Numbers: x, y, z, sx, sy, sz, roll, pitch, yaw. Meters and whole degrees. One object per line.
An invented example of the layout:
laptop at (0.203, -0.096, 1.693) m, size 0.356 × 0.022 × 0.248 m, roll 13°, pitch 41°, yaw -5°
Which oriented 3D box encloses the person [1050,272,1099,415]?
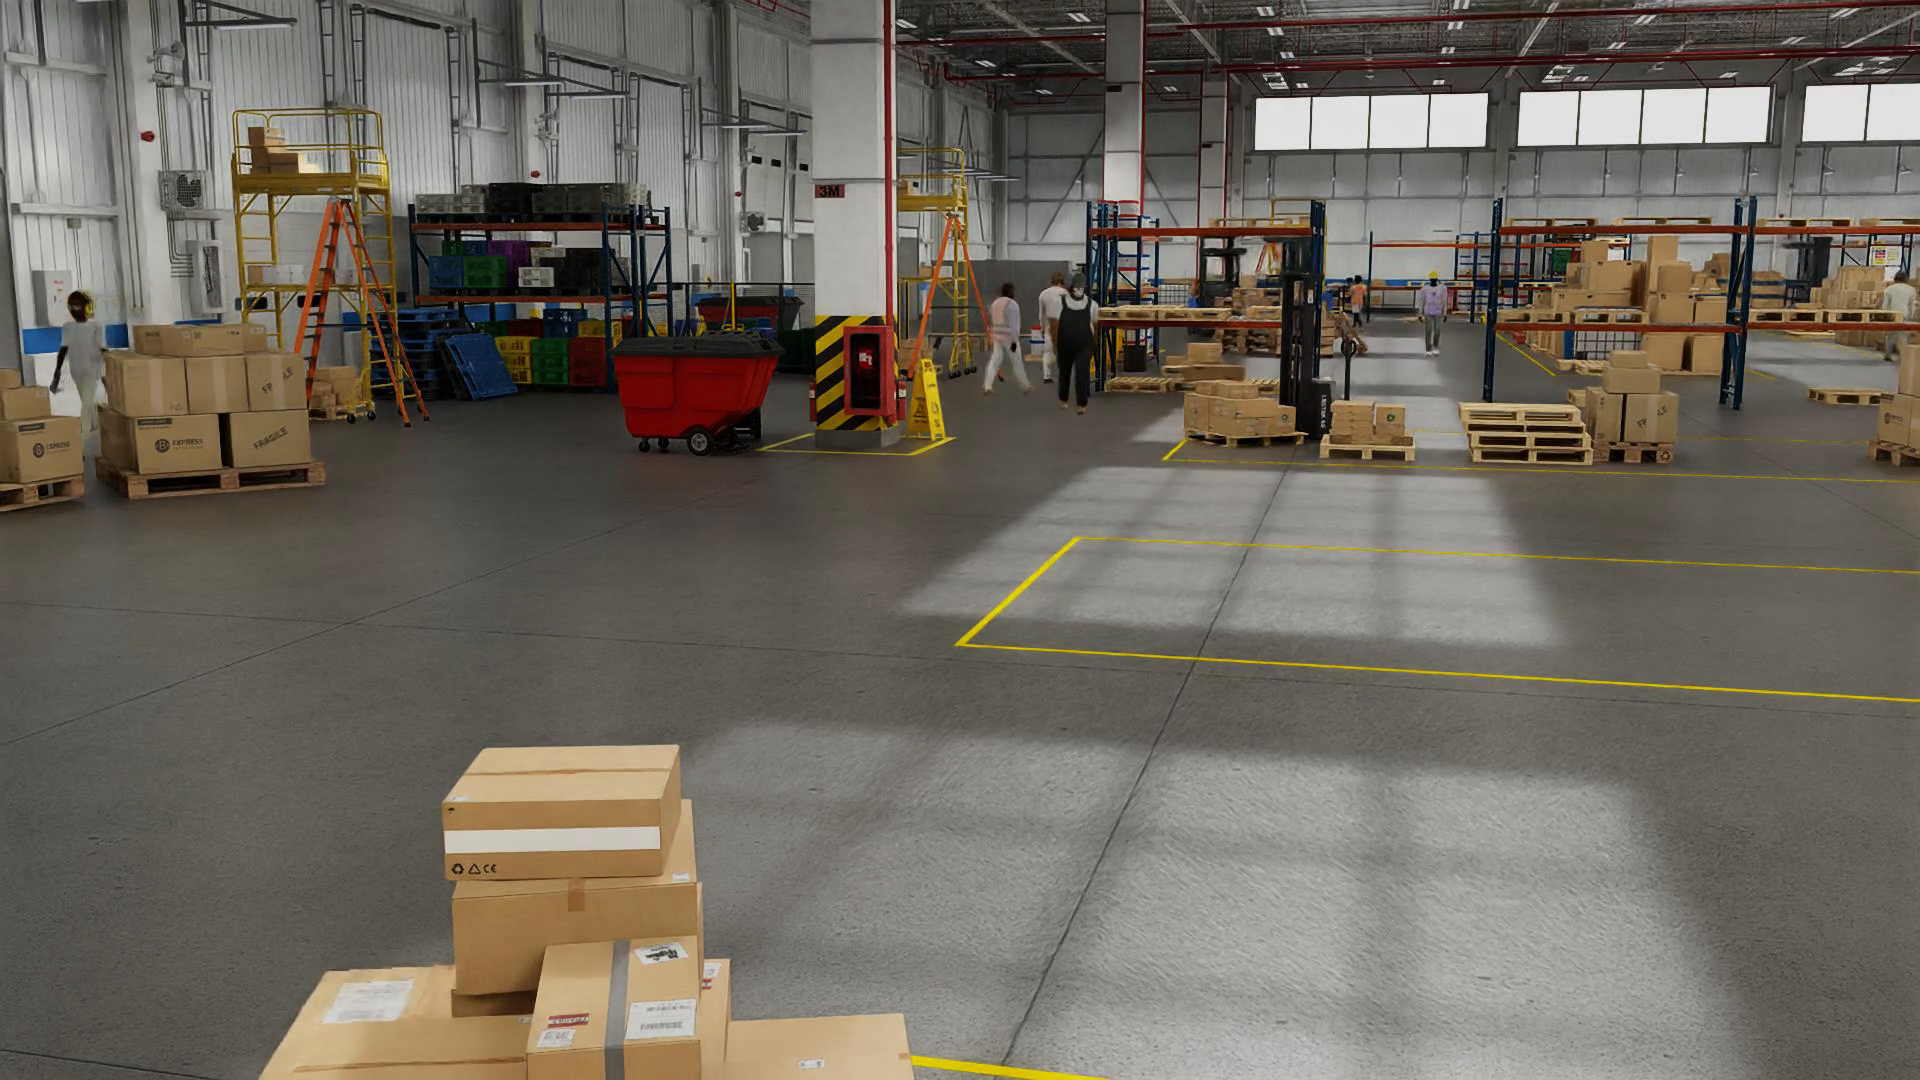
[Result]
person at (1.607, -2.815, 23.446) m, size 0.685 × 2.000 × 1.005 m, roll 1°, pitch 10°, yaw 4°

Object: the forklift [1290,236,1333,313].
forklift at (10.462, -7.945, 51.181) m, size 1.873 × 2.768 × 1.129 m, roll -2°, pitch 10°, yaw -12°

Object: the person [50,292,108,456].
person at (-9.260, -1.701, 17.559) m, size 0.506 × 1.819 × 0.965 m, roll 2°, pitch 10°, yaw 14°

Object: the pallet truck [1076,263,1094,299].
pallet truck at (4.325, -8.180, 55.162) m, size 0.823 × 1.965 × 1.885 m, roll 6°, pitch 11°, yaw 31°

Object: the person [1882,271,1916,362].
person at (19.512, -4.640, 34.584) m, size 0.639 × 1.913 × 0.836 m, roll 2°, pitch 10°, yaw 11°

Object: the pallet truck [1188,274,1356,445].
pallet truck at (3.653, -2.138, 19.590) m, size 1.885 × 1.965 × 0.823 m, roll -4°, pitch 10°, yaw -20°

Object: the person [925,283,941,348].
person at (-0.543, -5.607, 40.286) m, size 0.561 × 1.910 × 0.806 m, roll 3°, pitch 10°, yaw 17°

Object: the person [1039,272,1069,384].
person at (1.659, -3.646, 28.674) m, size 0.631 × 1.931 × 0.366 m, roll 4°, pitch 11°, yaw 25°

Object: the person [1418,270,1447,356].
person at (10.480, -5.024, 36.885) m, size 0.614 × 1.892 × 0.857 m, roll 3°, pitch 10°, yaw 16°

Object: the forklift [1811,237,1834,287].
forklift at (27.184, -8.181, 52.571) m, size 1.873 × 2.768 × 1.129 m, roll 2°, pitch 10°, yaw 14°

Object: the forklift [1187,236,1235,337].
forklift at (6.998, -6.986, 45.536) m, size 1.129 × 2.768 × 1.873 m, roll -1°, pitch 10°, yaw -8°

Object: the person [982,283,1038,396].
person at (0.741, -3.155, 26.214) m, size 0.997 × 1.786 × 0.634 m, roll -7°, pitch 12°, yaw -38°

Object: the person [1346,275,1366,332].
person at (11.672, -6.928, 48.785) m, size 0.534 × 1.662 × 0.840 m, roll -4°, pitch 11°, yaw -24°

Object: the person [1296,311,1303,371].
person at (6.633, -4.099, 31.912) m, size 0.321 × 1.736 × 0.488 m, roll 6°, pitch 11°, yaw 30°
